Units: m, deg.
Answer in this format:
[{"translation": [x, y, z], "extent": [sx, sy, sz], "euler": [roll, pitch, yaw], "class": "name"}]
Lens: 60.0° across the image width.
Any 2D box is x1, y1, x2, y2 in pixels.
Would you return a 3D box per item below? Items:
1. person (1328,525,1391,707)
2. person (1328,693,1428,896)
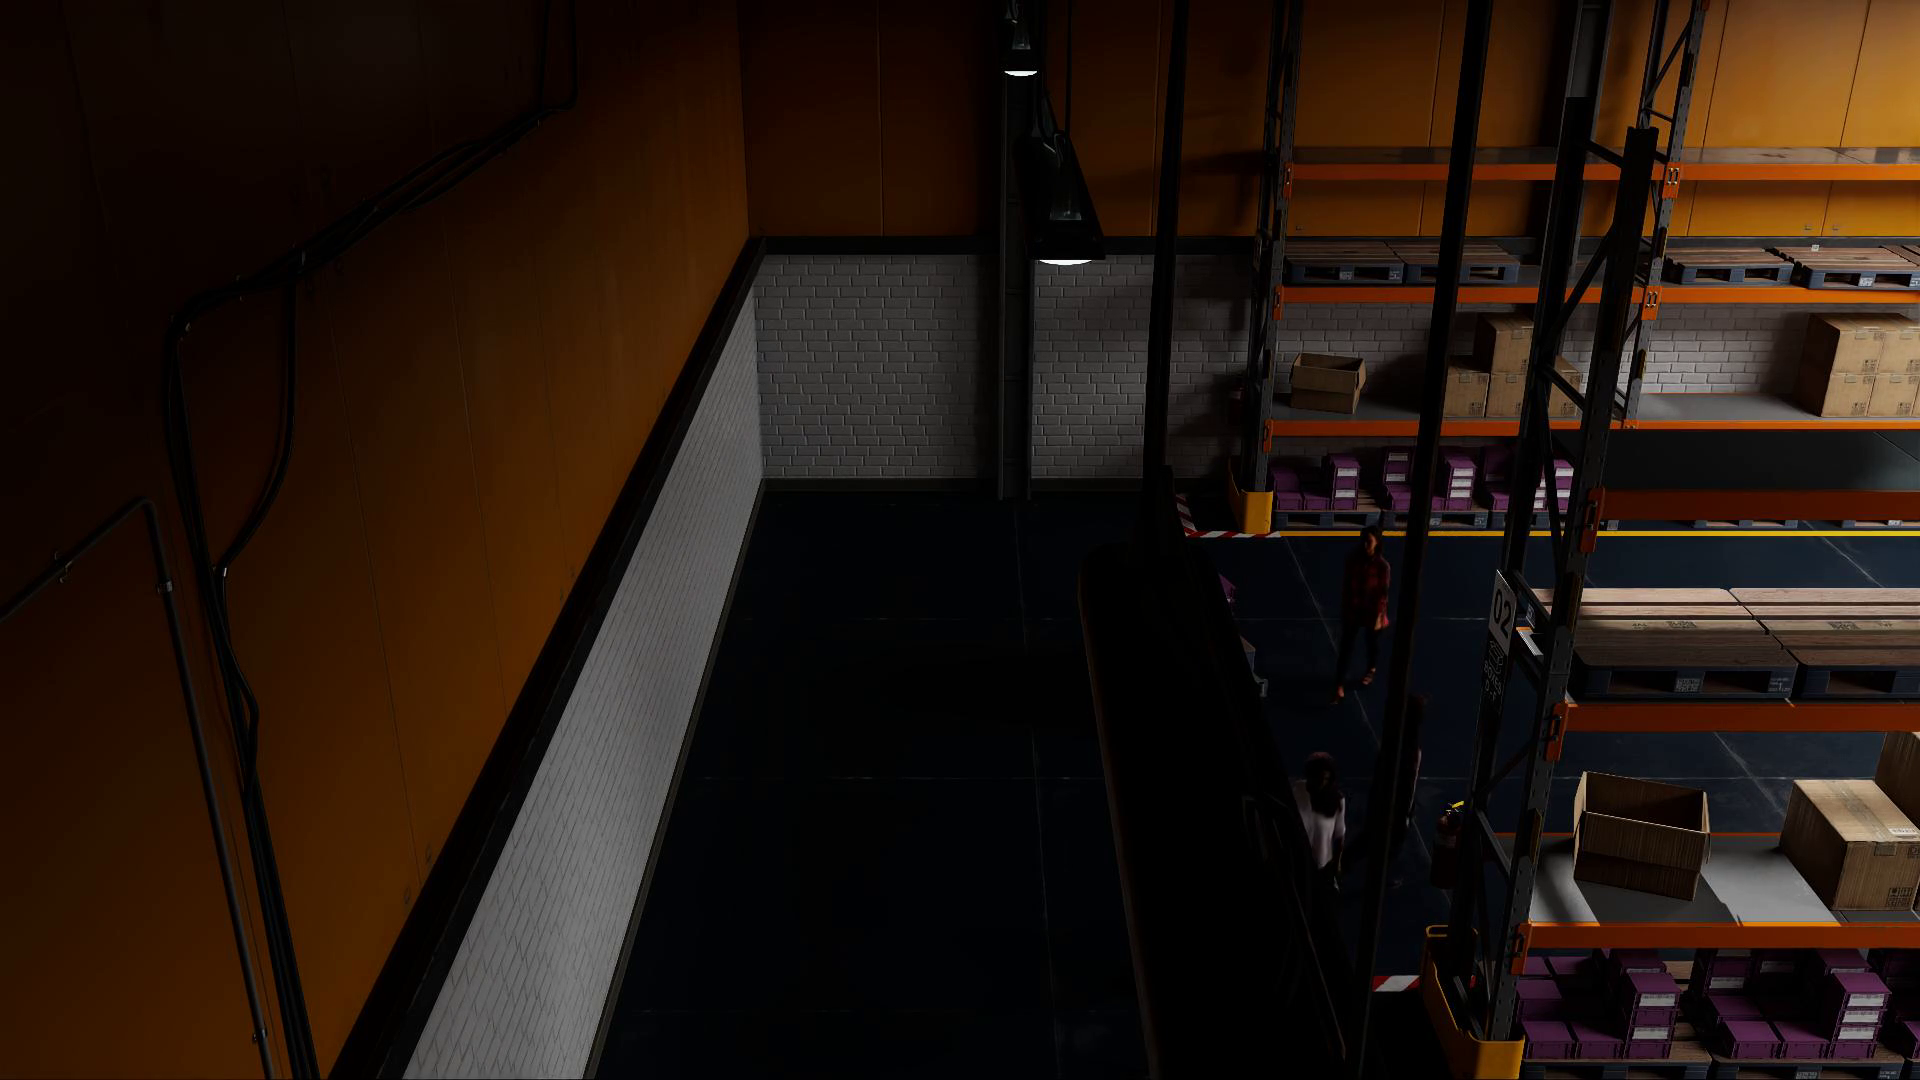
[{"translation": [3.662, 0.646, 14.925], "extent": [1.105, 1.660, 1.098], "euler": [17, 29, 34], "class": "person"}, {"translation": [3.035, 1.896, 11.996], "extent": [1.059, 1.715, 0.862], "euler": [-11, 26, -24], "class": "person"}]
